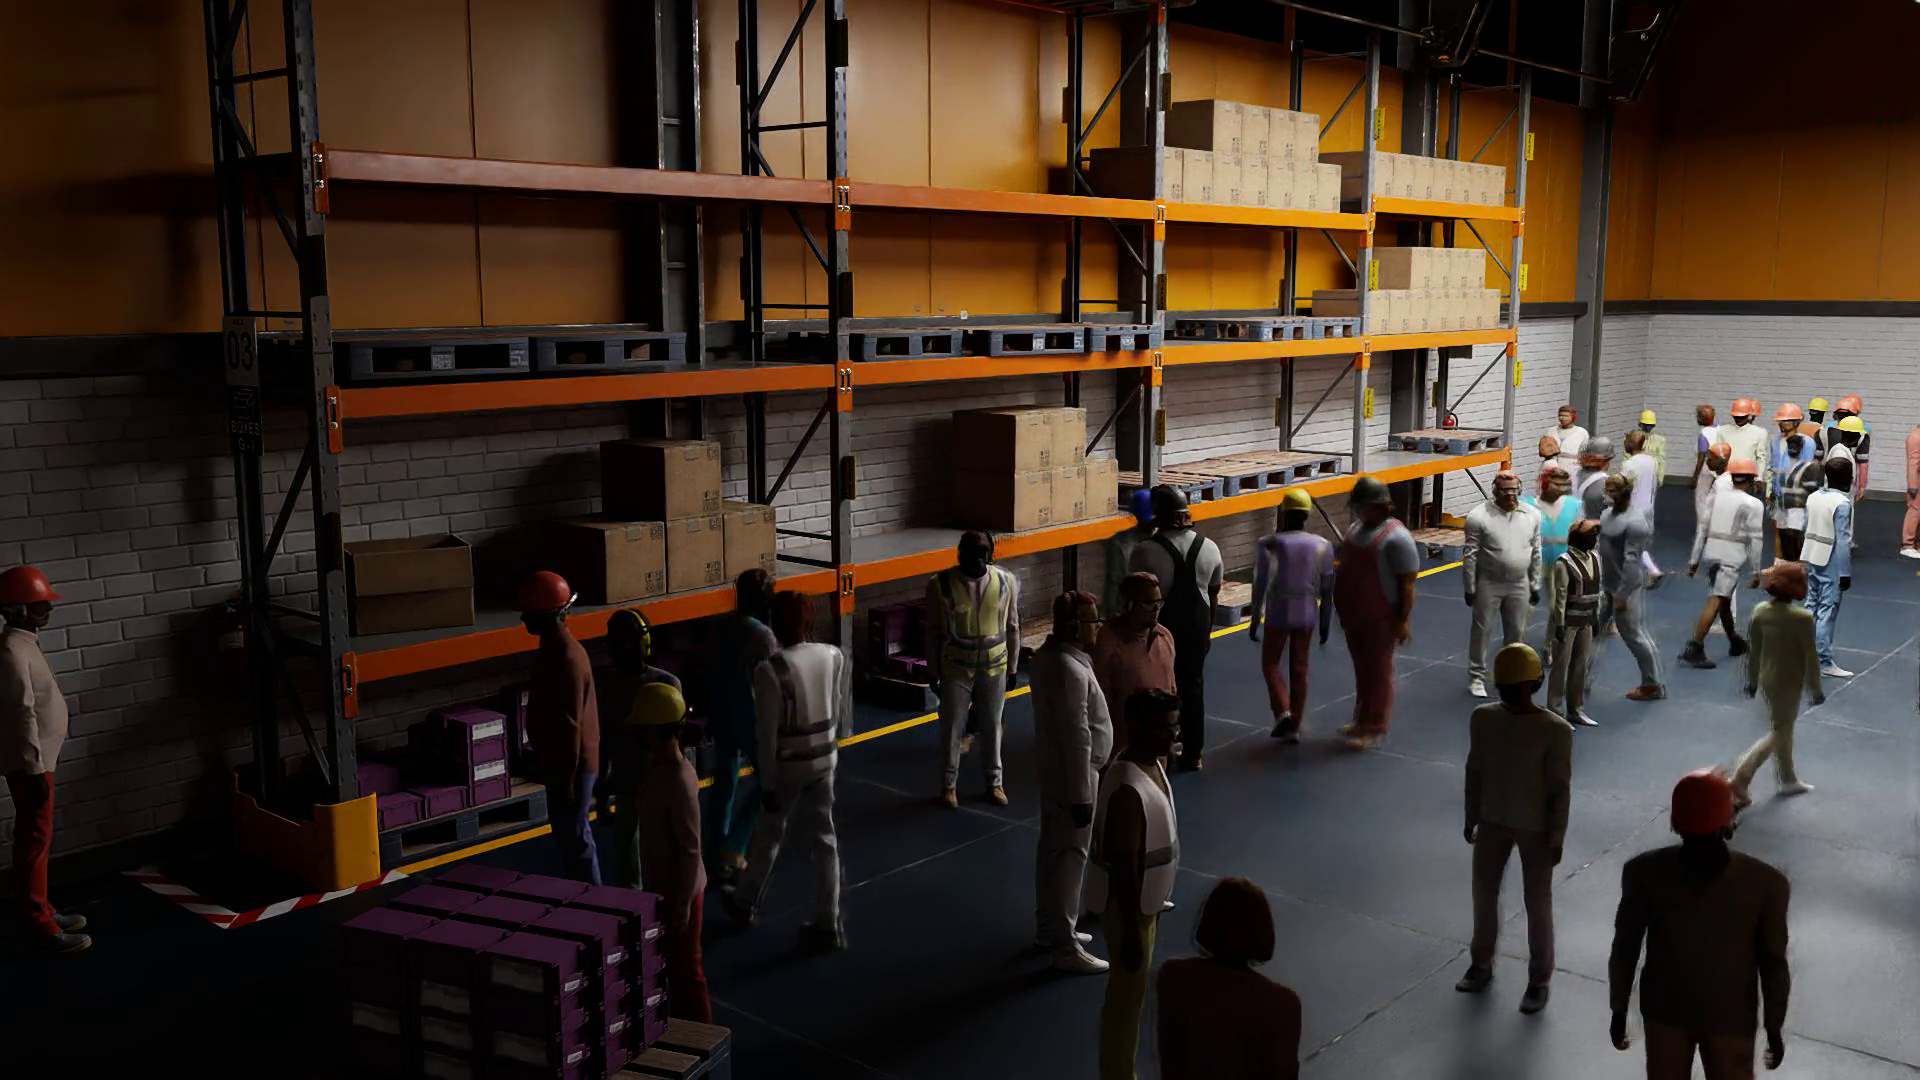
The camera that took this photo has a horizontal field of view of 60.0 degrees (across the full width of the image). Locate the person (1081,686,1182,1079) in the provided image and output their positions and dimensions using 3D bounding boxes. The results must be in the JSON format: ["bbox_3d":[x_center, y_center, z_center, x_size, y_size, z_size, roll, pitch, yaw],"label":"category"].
[{"bbox_3d":[0.689,1.482,6.659,0.394,1.841,0.564,2,9,12],"label":"person"}]

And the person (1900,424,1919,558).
[{"bbox_3d":[12.030,-0.725,20.720,0.652,1.900,0.400,-6,11,-34],"label":"person"}]

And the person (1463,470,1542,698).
[{"bbox_3d":[4.469,0.366,13.699,0.642,1.899,0.396,-1,9,-5],"label":"person"}]

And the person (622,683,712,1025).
[{"bbox_3d":[-1.237,1.465,7.010,0.322,1.767,0.533,-4,10,-22],"label":"person"}]

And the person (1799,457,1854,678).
[{"bbox_3d":[7.559,0.227,14.500,0.390,1.920,0.588,0,9,-1],"label":"person"}]

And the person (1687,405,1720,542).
[{"bbox_3d":[9.845,-0.870,21.862,0.580,1.836,0.398,-9,12,-44],"label":"person"}]

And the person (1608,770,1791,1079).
[{"bbox_3d":[2.588,1.654,5.860,0.594,1.738,0.362,5,10,27],"label":"person"}]

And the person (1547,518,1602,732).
[{"bbox_3d":[4.715,0.643,12.746,0.515,1.633,0.314,-6,11,-34],"label":"person"}]

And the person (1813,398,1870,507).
[{"bbox_3d":[10.602,-0.690,20.077,0.612,2.031,0.403,5,10,30],"label":"person"}]

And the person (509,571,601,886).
[{"bbox_3d":[-2.049,1.134,8.466,0.417,1.987,0.607,-4,10,-24],"label":"person"}]

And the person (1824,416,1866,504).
[{"bbox_3d":[10.003,-0.449,18.872,0.397,1.920,0.586,5,10,30],"label":"person"}]

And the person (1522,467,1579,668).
[{"bbox_3d":[5.139,0.252,14.657,0.588,1.818,0.464,-1,9,-6],"label":"person"}]

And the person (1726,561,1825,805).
[{"bbox_3d":[5.368,0.934,10.937,0.769,1.606,0.498,-2,9,-11],"label":"person"}]

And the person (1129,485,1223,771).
[{"bbox_3d":[1.457,0.613,11.625,0.681,2.000,0.535,-3,9,-17],"label":"person"}]

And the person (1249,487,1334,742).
[{"bbox_3d":[2.457,0.563,12.356,0.614,1.908,0.423,0,9,0],"label":"person"}]

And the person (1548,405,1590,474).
[{"bbox_3d":[7.926,-0.851,21.736,0.383,1.836,0.565,-7,11,-40],"label":"person"}]

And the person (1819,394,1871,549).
[{"bbox_3d":[11.379,-0.881,21.404,0.608,1.996,0.376,1,9,5],"label":"person"}]

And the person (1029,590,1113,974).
[{"bbox_3d":[0.566,1.191,8.329,0.407,1.906,0.654,-1,9,-9],"label":"person"}]

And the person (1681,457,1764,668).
[{"bbox_3d":[6.891,0.197,14.940,1.078,1.865,0.600,-4,10,-23],"label":"person"}]

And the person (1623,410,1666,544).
[{"bbox_3d":[8.965,-0.826,21.822,0.528,1.761,0.339,3,9,18],"label":"person"}]

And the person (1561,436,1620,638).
[{"bbox_3d":[5.958,-0.020,15.708,1.036,2.000,0.684,-3,9,-20],"label":"person"}]

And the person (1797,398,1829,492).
[{"bbox_3d":[11.156,-0.903,21.811,0.386,1.919,0.581,-6,11,-34],"label":"person"}]

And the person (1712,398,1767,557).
[{"bbox_3d":[9.703,-0.776,20.762,0.611,1.985,0.393,6,11,36],"label":"person"}]

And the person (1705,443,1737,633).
[{"bbox_3d":[7.451,-0.020,16.260,0.399,1.875,0.606,3,9,21],"label":"person"}]

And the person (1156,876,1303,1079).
[{"bbox_3d":[0.872,1.824,5.242,0.513,1.592,0.821,6,10,32],"label":"person"}]

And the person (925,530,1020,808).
[{"bbox_3d":[0.084,0.838,10.859,0.629,1.837,0.430,-2,9,-10],"label":"person"}]

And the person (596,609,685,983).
[{"bbox_3d":[-1.557,1.245,8.136,0.515,1.862,0.335,4,10,26],"label":"person"}]

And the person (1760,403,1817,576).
[{"bbox_3d":[9.544,-0.557,19.213,0.399,2.040,0.608,-3,9,-18],"label":"person"}]

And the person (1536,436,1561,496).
[{"bbox_3d":[6.853,-0.402,19.480,0.279,1.633,0.501,2,9,11],"label":"person"}]

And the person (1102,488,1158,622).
[{"bbox_3d":[1.354,0.541,12.464,0.661,1.919,0.580,-3,9,-19],"label":"person"}]

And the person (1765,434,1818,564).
[{"bbox_3d":[9.533,-0.374,19.107,0.386,1.691,0.568,-3,9,-18],"label":"person"}]

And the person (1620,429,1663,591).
[{"bbox_3d":[7.375,-0.298,18.157,0.529,1.835,0.510,-5,10,-31],"label":"person"}]

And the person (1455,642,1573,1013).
[{"bbox_3d":[2.610,1.341,7.843,0.525,1.758,0.347,8,12,42],"label":"person"}]

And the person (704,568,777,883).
[{"bbox_3d":[-1.235,1.064,9.445,0.662,1.812,0.442,7,11,36],"label":"person"}]

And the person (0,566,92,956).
[{"bbox_3d":[-4.738,1.119,8.506,0.375,1.995,0.611,-5,10,-29],"label":"person"}]

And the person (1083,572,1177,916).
[{"bbox_3d":[0.943,1.107,8.918,0.636,1.899,0.400,-7,11,-38],"label":"person"}]

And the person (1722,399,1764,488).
[{"bbox_3d":[10.152,-0.877,21.686,0.574,1.902,0.612,5,10,27],"label":"person"}]

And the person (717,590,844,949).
[{"bbox_3d":[-0.928,1.156,8.699,0.599,1.850,0.888,-8,12,-41],"label":"person"}]

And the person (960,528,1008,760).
[{"bbox_3d":[0.086,0.744,11.987,0.554,1.650,0.852,7,11,38],"label":"person"}]

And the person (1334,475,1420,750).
[{"bbox_3d":[3.019,0.509,12.298,0.535,2.000,0.694,-4,10,-24],"label":"person"}]

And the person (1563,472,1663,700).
[{"bbox_3d":[5.361,0.383,13.567,0.935,1.895,0.643,-1,9,-9],"label":"person"}]
